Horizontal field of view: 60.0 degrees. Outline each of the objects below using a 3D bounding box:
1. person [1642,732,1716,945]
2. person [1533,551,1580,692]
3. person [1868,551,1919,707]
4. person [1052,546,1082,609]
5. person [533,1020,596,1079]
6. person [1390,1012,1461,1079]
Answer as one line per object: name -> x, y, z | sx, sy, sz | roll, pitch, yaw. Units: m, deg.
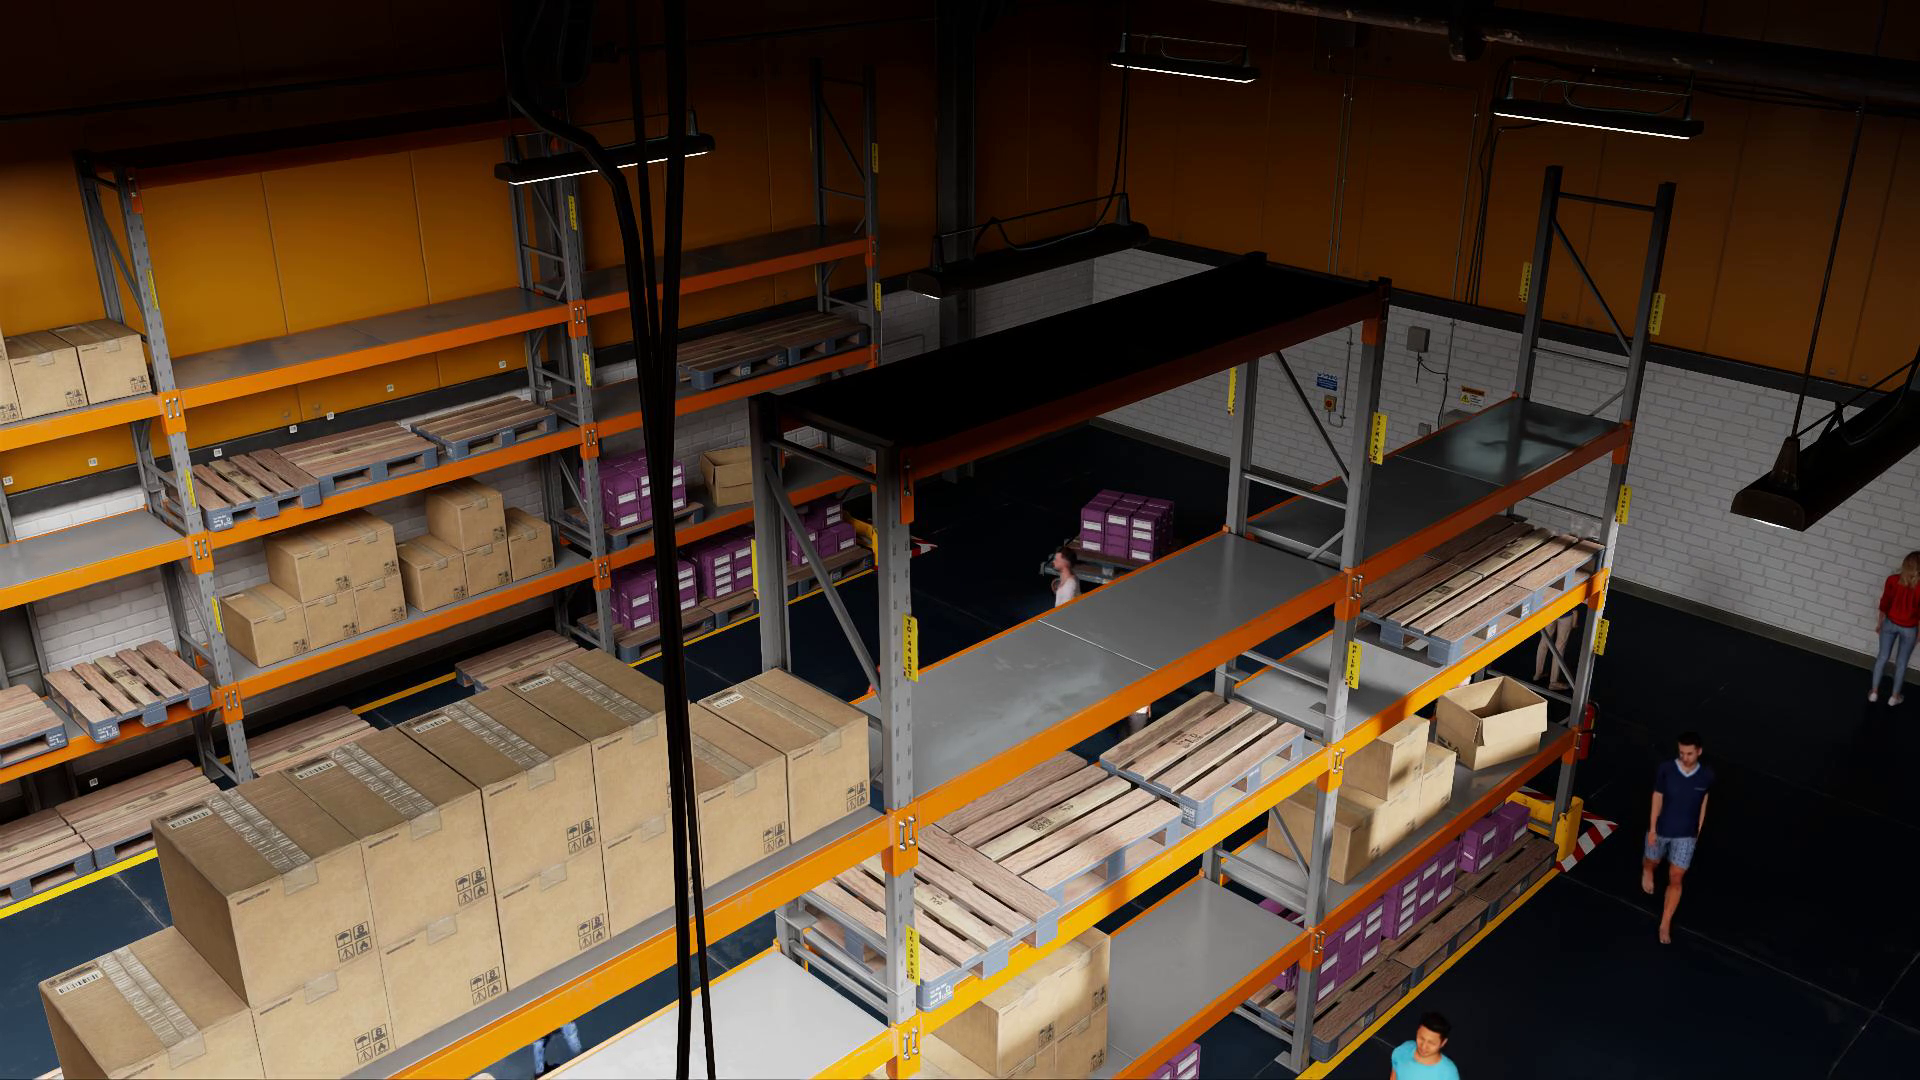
person -> 5.875, 2.341, 13.765 | 0.990, 1.803, 1.257 | 7, 25, 15
person -> 6.316, 0.762, 17.510 | 0.680, 1.697, 0.686 | -10, 26, -22
person -> 9.706, 0.905, 17.176 | 0.623, 1.704, 0.519 | 19, 30, 37
person -> 1.146, 0.919, 16.988 | 0.860, 1.828, 0.788 | 1, 24, 3
person -> -3.037, 3.403, 12.037 | 0.523, 1.242, 0.739 | 18, 30, 36
person -> 2.975, 3.707, 10.691 | 0.644, 1.763, 0.615 | 20, 31, 38
